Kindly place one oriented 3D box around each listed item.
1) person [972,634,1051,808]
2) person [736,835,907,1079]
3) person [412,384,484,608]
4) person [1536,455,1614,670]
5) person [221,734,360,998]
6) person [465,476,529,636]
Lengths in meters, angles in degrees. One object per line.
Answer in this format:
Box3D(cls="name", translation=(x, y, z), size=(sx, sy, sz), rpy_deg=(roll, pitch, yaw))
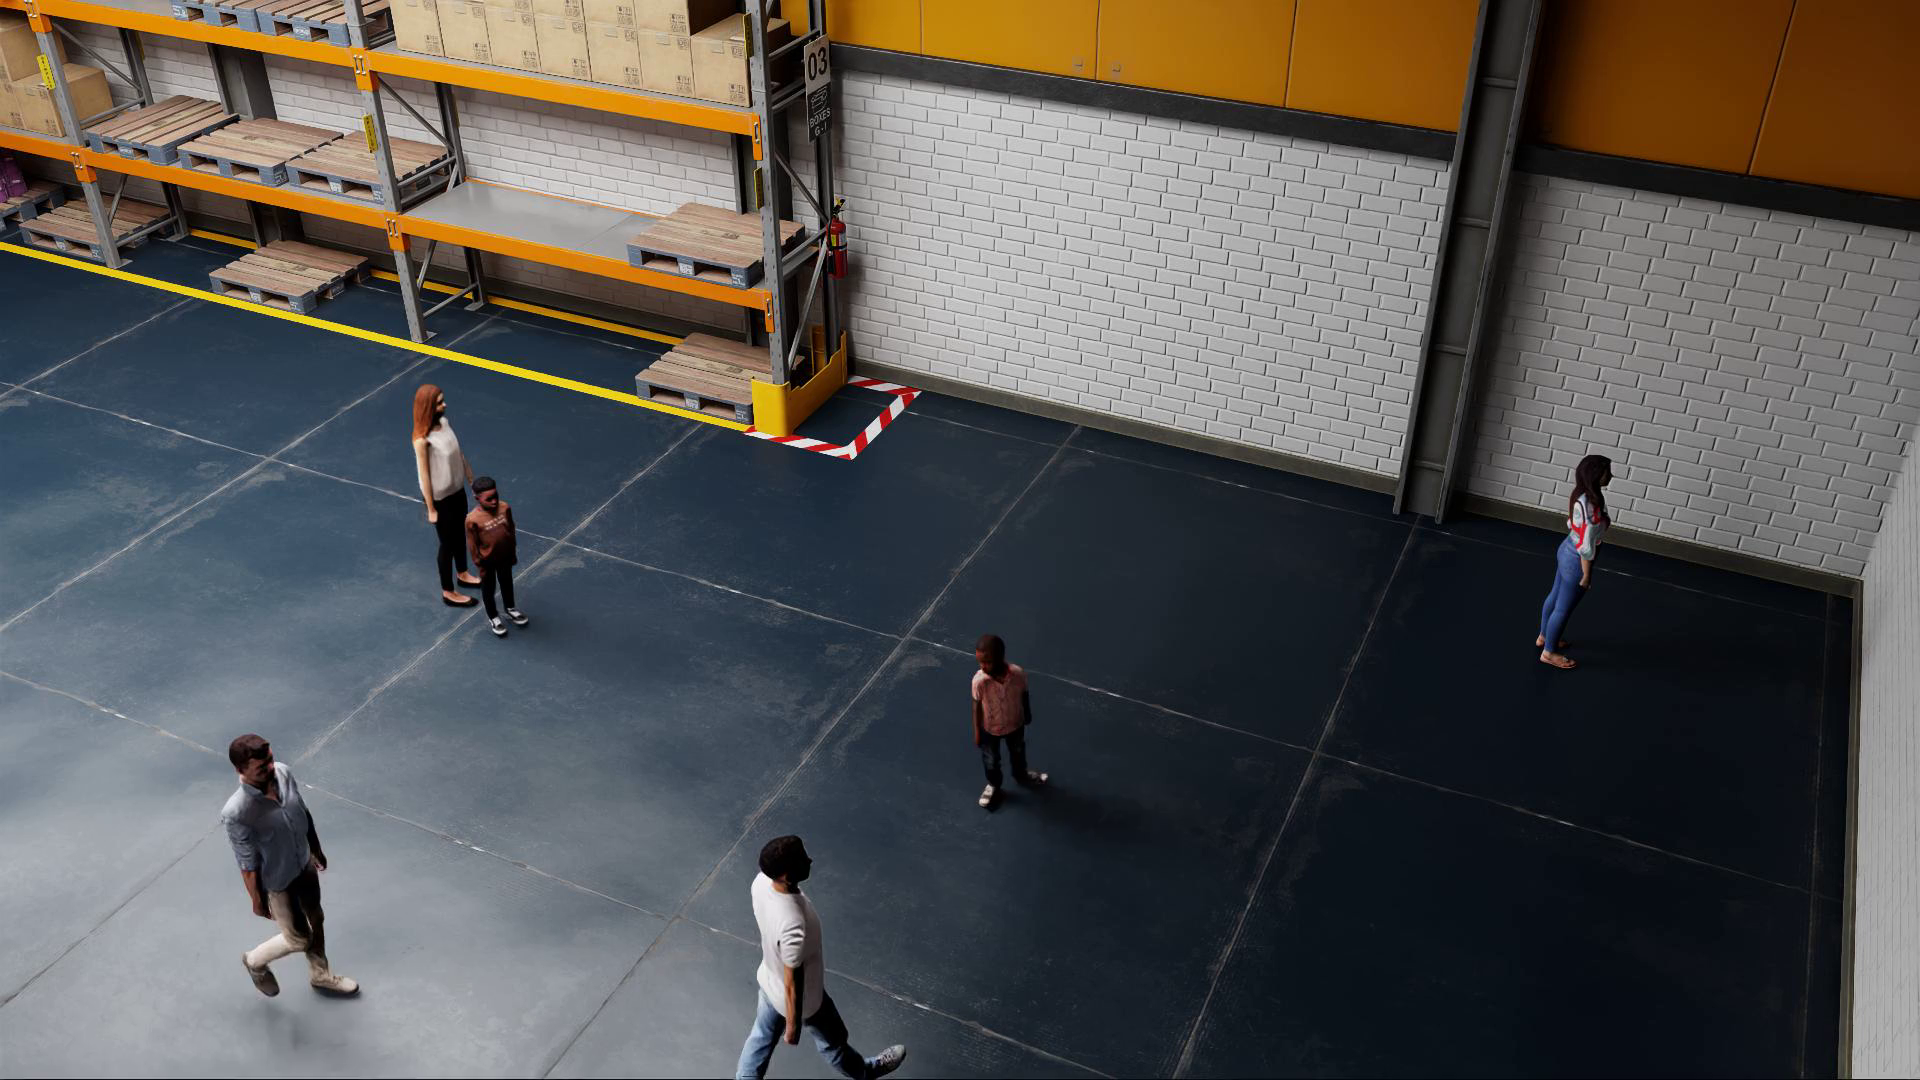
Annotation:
Box3D(cls="person", translation=(0.284, 1.077, 10.220), size=(0.687, 1.289, 0.785), rpy_deg=(-15, 36, -21))
Box3D(cls="person", translation=(-0.893, 2.192, 8.069), size=(1.175, 1.812, 1.202), rpy_deg=(-17, 37, -24))
Box3D(cls="person", translation=(-3.743, -0.340, 11.966), size=(0.612, 1.715, 0.665), rpy_deg=(8, 34, 12))
Box3D(cls="person", translation=(4.205, 0.124, 11.360), size=(0.595, 1.614, 0.638), rpy_deg=(6, 34, 9))
Box3D(cls="person", translation=(-3.640, 1.719, 8.759), size=(0.867, 1.836, 0.746), rpy_deg=(7, 34, 11))
Box3D(cls="person", translation=(-3.293, 0.089, 11.740), size=(0.572, 1.251, 0.574), rpy_deg=(-27, 42, -35))
